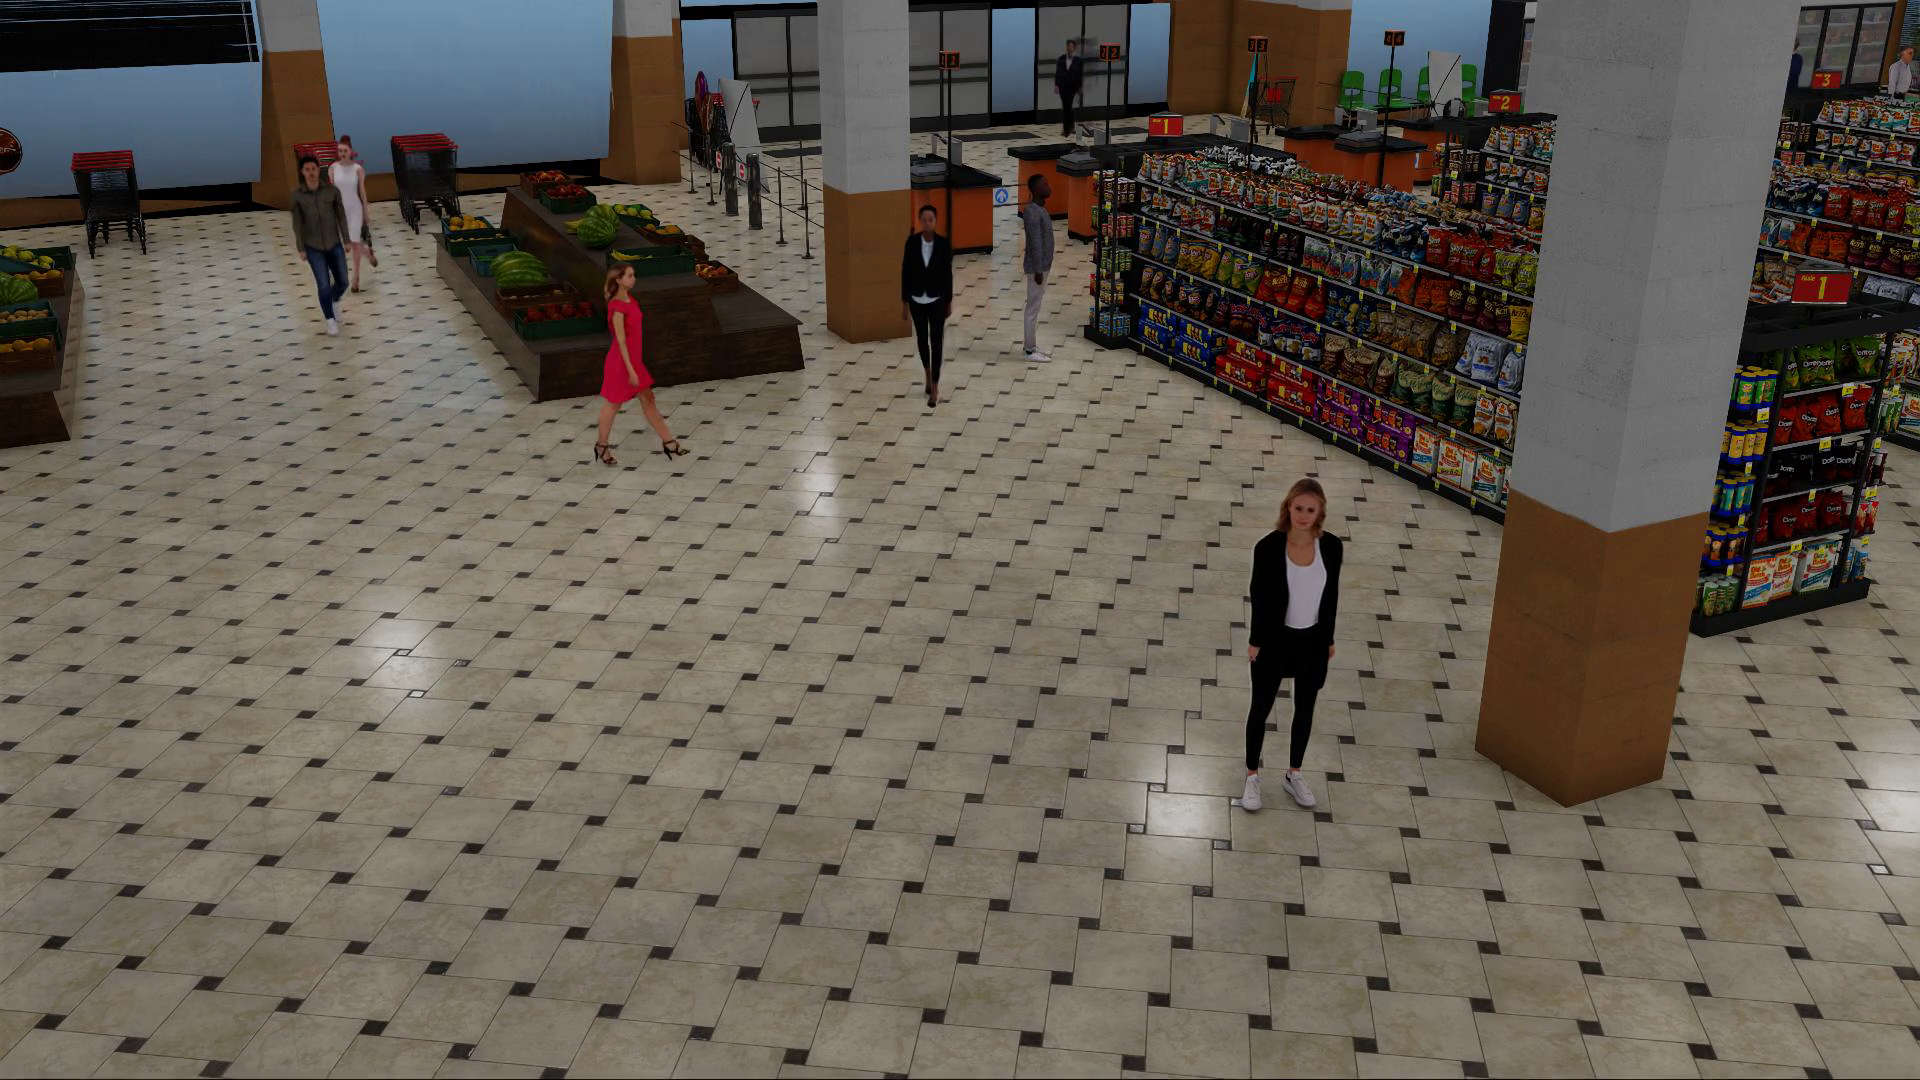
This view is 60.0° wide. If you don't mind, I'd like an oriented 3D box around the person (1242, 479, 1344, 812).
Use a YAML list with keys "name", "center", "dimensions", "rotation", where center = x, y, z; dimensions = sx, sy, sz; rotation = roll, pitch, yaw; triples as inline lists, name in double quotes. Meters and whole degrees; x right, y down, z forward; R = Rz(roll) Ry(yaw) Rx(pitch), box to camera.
- name: "person"
  center: [1.690, 0.535, 8.490]
  dimensions: [0.663, 1.800, 0.616]
  rotation: [-2, 22, -5]

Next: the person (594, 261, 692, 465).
- name: "person"
  center: [-2.799, -1.400, 13.453]
  dimensions: [1.025, 1.691, 1.043]
  rotation: [4, 22, 10]

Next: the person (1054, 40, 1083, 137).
- name: "person"
  center: [2.019, -8.341, 30.730]
  dimensions: [1.163, 1.689, 1.190]
  rotation: [9, 24, 21]

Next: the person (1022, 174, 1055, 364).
- name: "person"
  center: [0.749, -2.708, 16.510]
  dimensions: [0.818, 1.838, 0.682]
  rotation: [2, 22, 6]

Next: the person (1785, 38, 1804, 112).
- name: "person"
  center: [14.737, -7.928, 29.532]
  dimensions: [0.934, 1.816, 1.294]
  rotation: [-3, 22, -7]

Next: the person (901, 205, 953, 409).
- name: "person"
  center: [-0.288, -2.133, 15.141]
  dimensions: [0.976, 1.793, 1.173]
  rotation: [3, 22, 7]

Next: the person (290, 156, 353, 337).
- name: "person"
  center: [-6.697, -3.103, 17.480]
  dimensions: [0.756, 1.849, 0.885]
  rotation: [-12, 25, -28]

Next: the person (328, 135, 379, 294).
- name: "person"
  center: [-7.028, -3.778, 19.275]
  dimensions: [0.897, 1.763, 1.137]
  rotation: [1, 22, 3]

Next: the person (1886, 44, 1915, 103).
- name: "person"
  center: [16.331, -7.726, 29.030]
  dimensions: [0.685, 1.816, 0.611]
  rotation: [-15, 26, -32]
